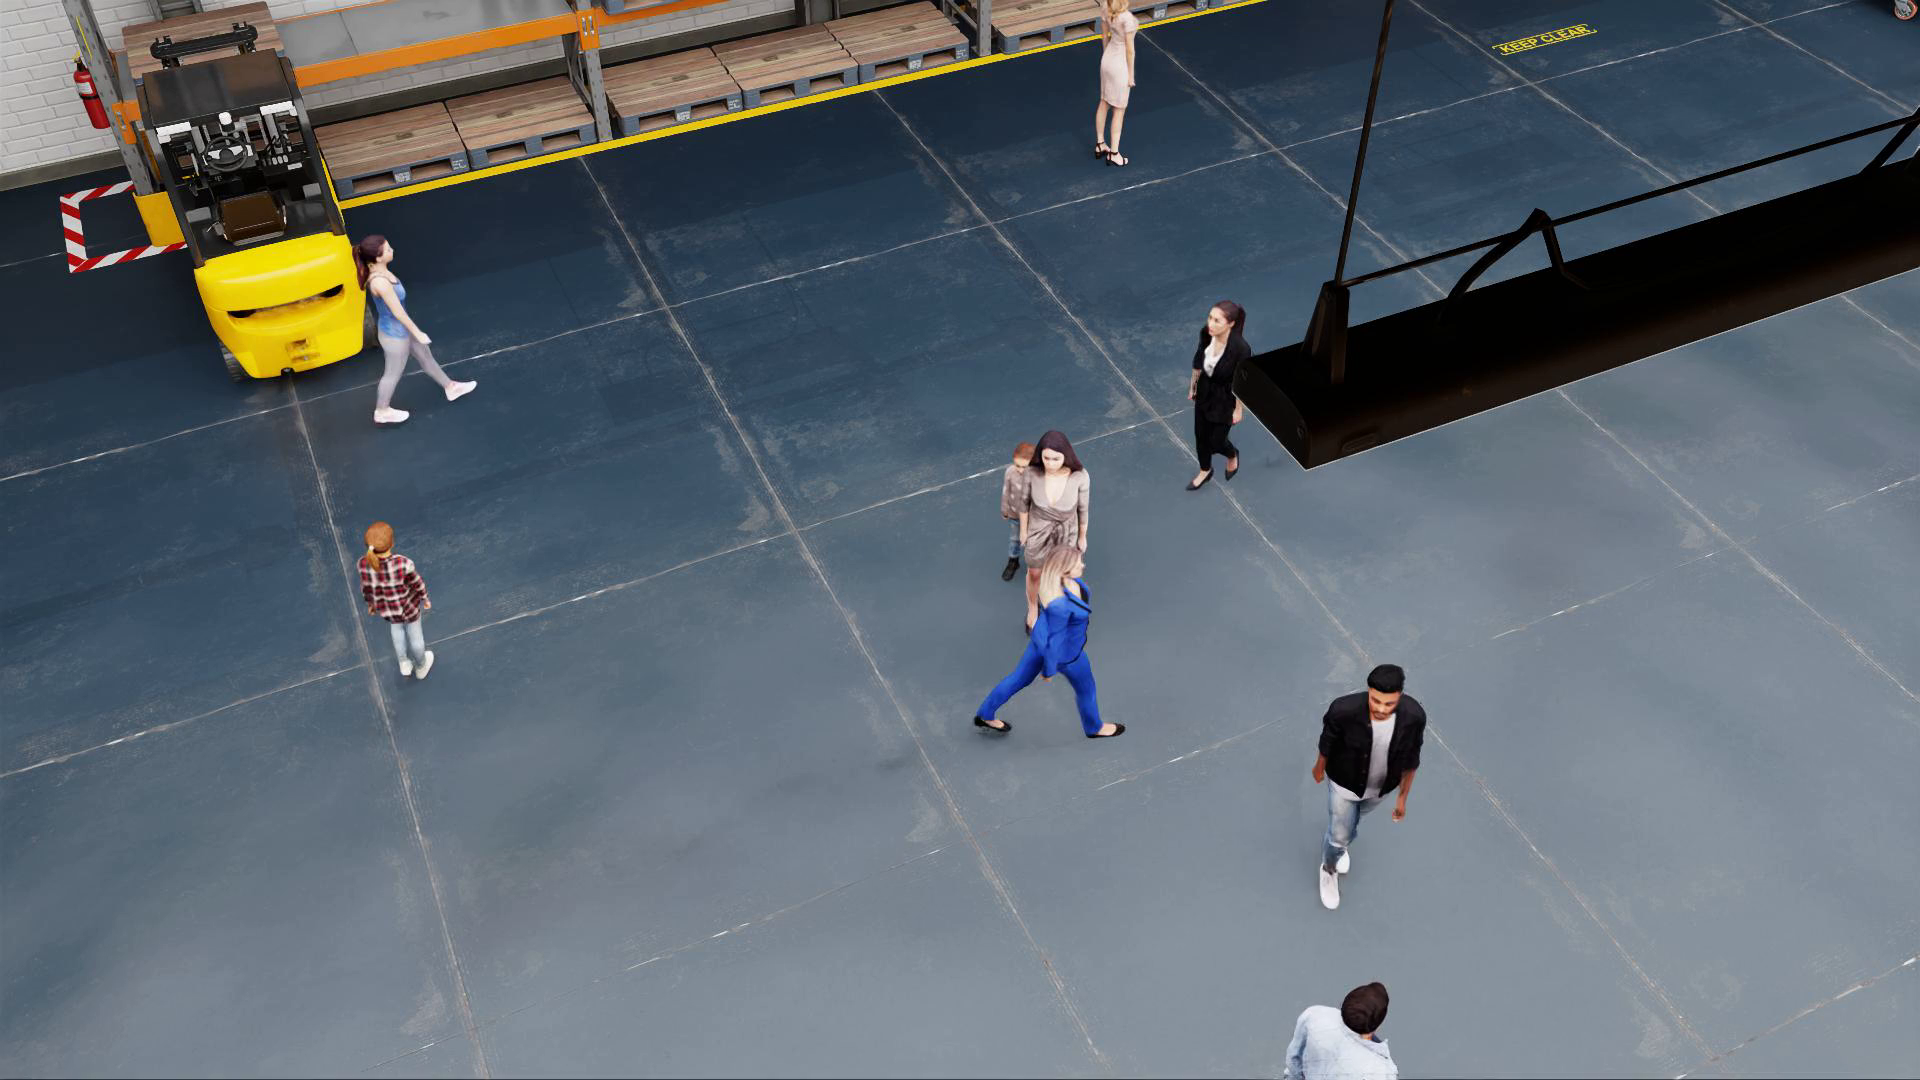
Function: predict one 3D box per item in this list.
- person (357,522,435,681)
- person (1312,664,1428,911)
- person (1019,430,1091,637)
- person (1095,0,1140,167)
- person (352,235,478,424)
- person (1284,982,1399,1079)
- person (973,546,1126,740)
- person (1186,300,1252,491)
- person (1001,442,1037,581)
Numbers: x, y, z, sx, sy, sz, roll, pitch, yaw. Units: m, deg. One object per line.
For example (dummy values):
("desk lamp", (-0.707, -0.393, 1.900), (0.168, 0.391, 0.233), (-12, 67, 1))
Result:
("person", (-3.549, 0.434, 10.436), (0.578, 1.297, 0.679), (0, 44, 0))
("person", (2.231, 1.218, 9.261), (0.864, 1.784, 0.912), (-1, 44, -1))
("person", (0.595, -0.035, 10.606), (0.627, 1.743, 0.733), (5, 44, 5))
("person", (1.392, -4.223, 14.938), (0.546, 1.831, 0.602), (-25, 49, -24))
("person", (-4.230, -1.504, 12.272), (1.043, 1.572, 0.630), (-13, 45, -14))
("person", (1.684, 2.695, 7.725), (1.183, 1.763, 0.766), (-23, 48, -22))
("person", (0.473, 0.651, 9.949), (1.246, 1.655, 0.865), (-4, 44, -4))
("person", (1.871, -1.013, 11.702), (0.742, 1.646, 0.692), (-30, 51, -28))
("person", (0.446, -0.199, 11.177), (0.544, 1.192, 0.600), (15, 46, 15))
